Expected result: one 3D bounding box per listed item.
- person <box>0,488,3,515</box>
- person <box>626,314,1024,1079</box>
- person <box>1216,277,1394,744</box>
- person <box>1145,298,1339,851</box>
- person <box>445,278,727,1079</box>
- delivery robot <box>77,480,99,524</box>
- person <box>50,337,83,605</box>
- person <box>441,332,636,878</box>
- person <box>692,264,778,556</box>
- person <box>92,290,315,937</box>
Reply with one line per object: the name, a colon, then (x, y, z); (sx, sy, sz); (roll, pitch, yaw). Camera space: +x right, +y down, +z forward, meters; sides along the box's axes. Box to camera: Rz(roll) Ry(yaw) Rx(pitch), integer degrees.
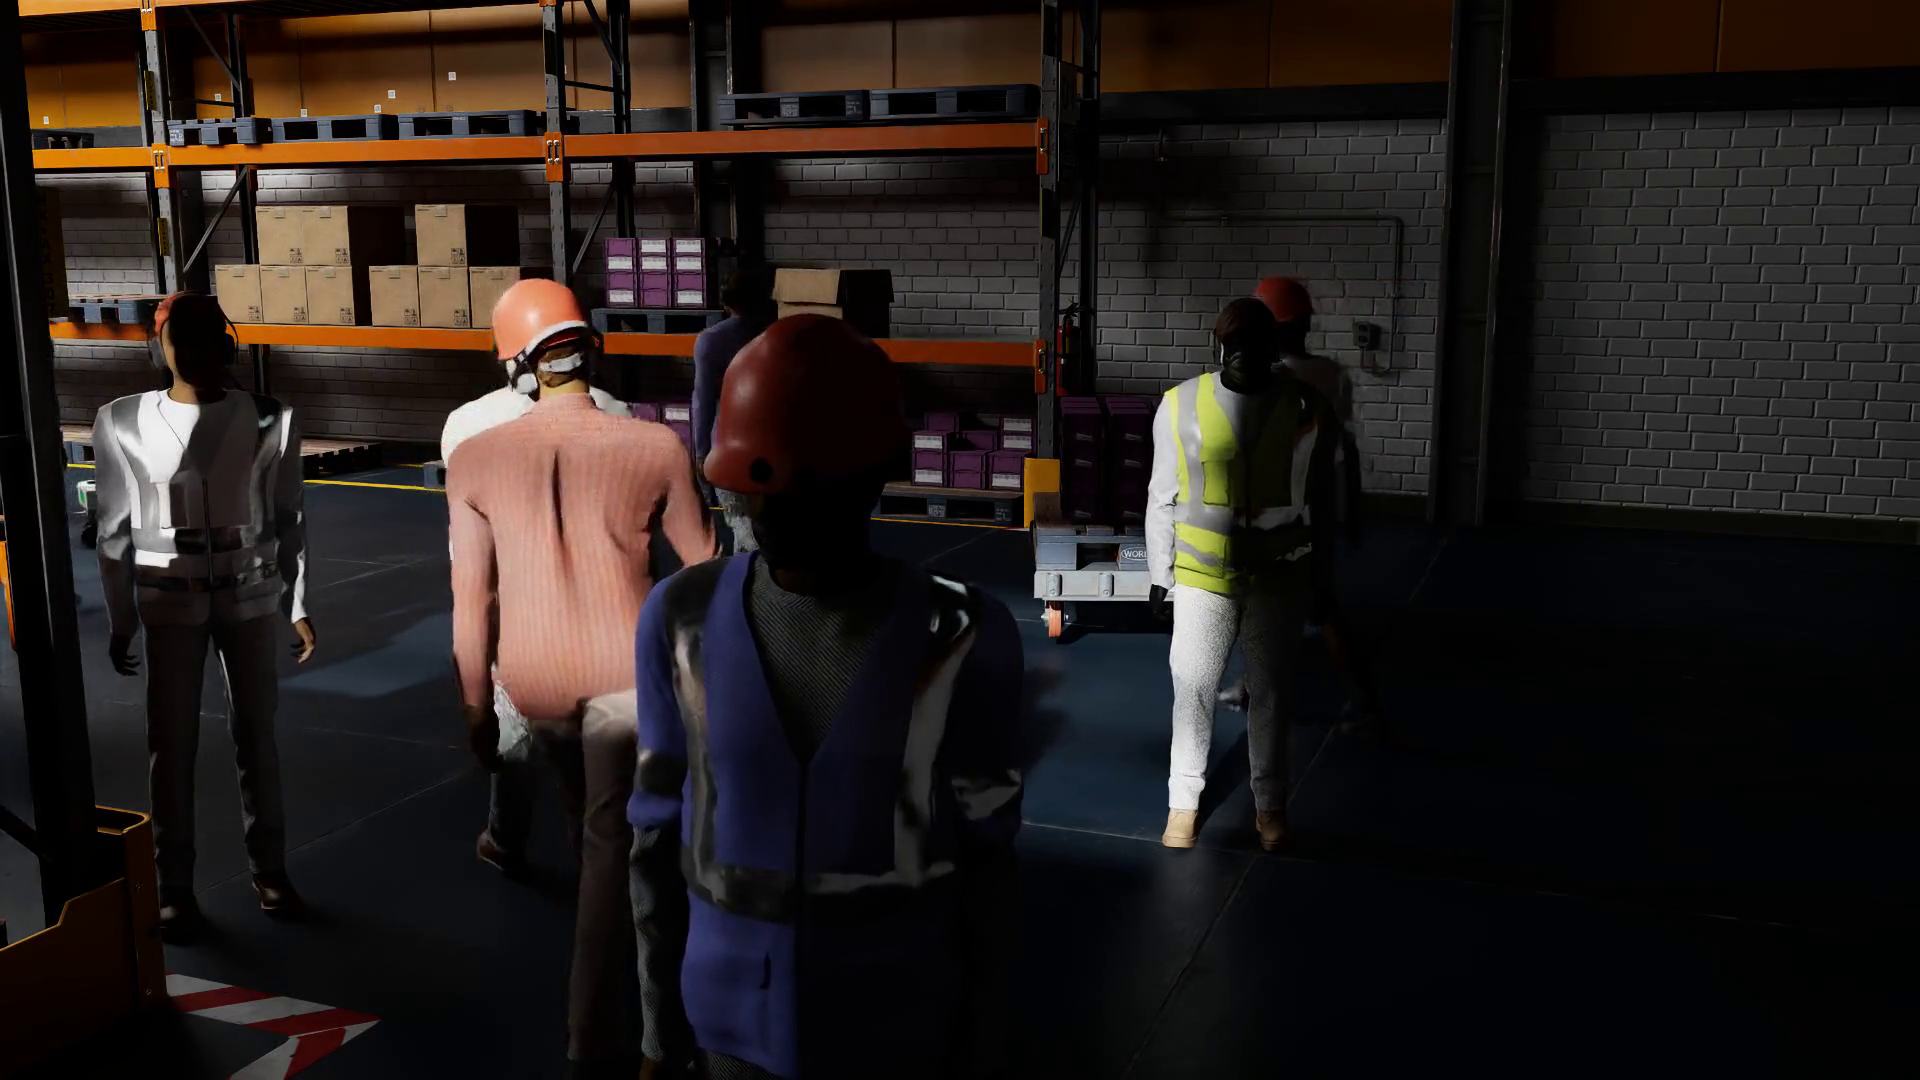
person: (-4.453, -0.182, 7.153); (0.648, 1.873, 0.863); (-2, 10, -13)
person: (-0.189, 0.662, 2.282); (0.542, 1.931, 0.375); (1, 10, 5)
person: (1.434, -0.120, 6.798); (0.928, 1.892, 0.548); (9, 13, 41)
person: (0.930, 0.125, 5.520); (0.633, 1.841, 0.429); (1, 10, 5)
person: (-0.884, 0.326, 4.154); (0.703, 1.933, 1.032); (1, 10, 4)
delivery robot: (-5.550, -0.301, 11.213); (0.707, 0.478, 0.477); (-5, 11, -26)
person: (-5.142, -0.504, 9.083); (0.538, 1.822, 0.889); (-8, 13, -38)
person: (-1.212, 0.200, 4.995); (0.650, 1.890, 1.032); (-7, 12, -35)
person: (-1.108, -0.514, 8.901); (0.637, 1.914, 0.891); (-9, 13, -40)
person: (-2.214, 0.213, 4.914); (0.572, 1.883, 0.355); (-6, 12, -28)
